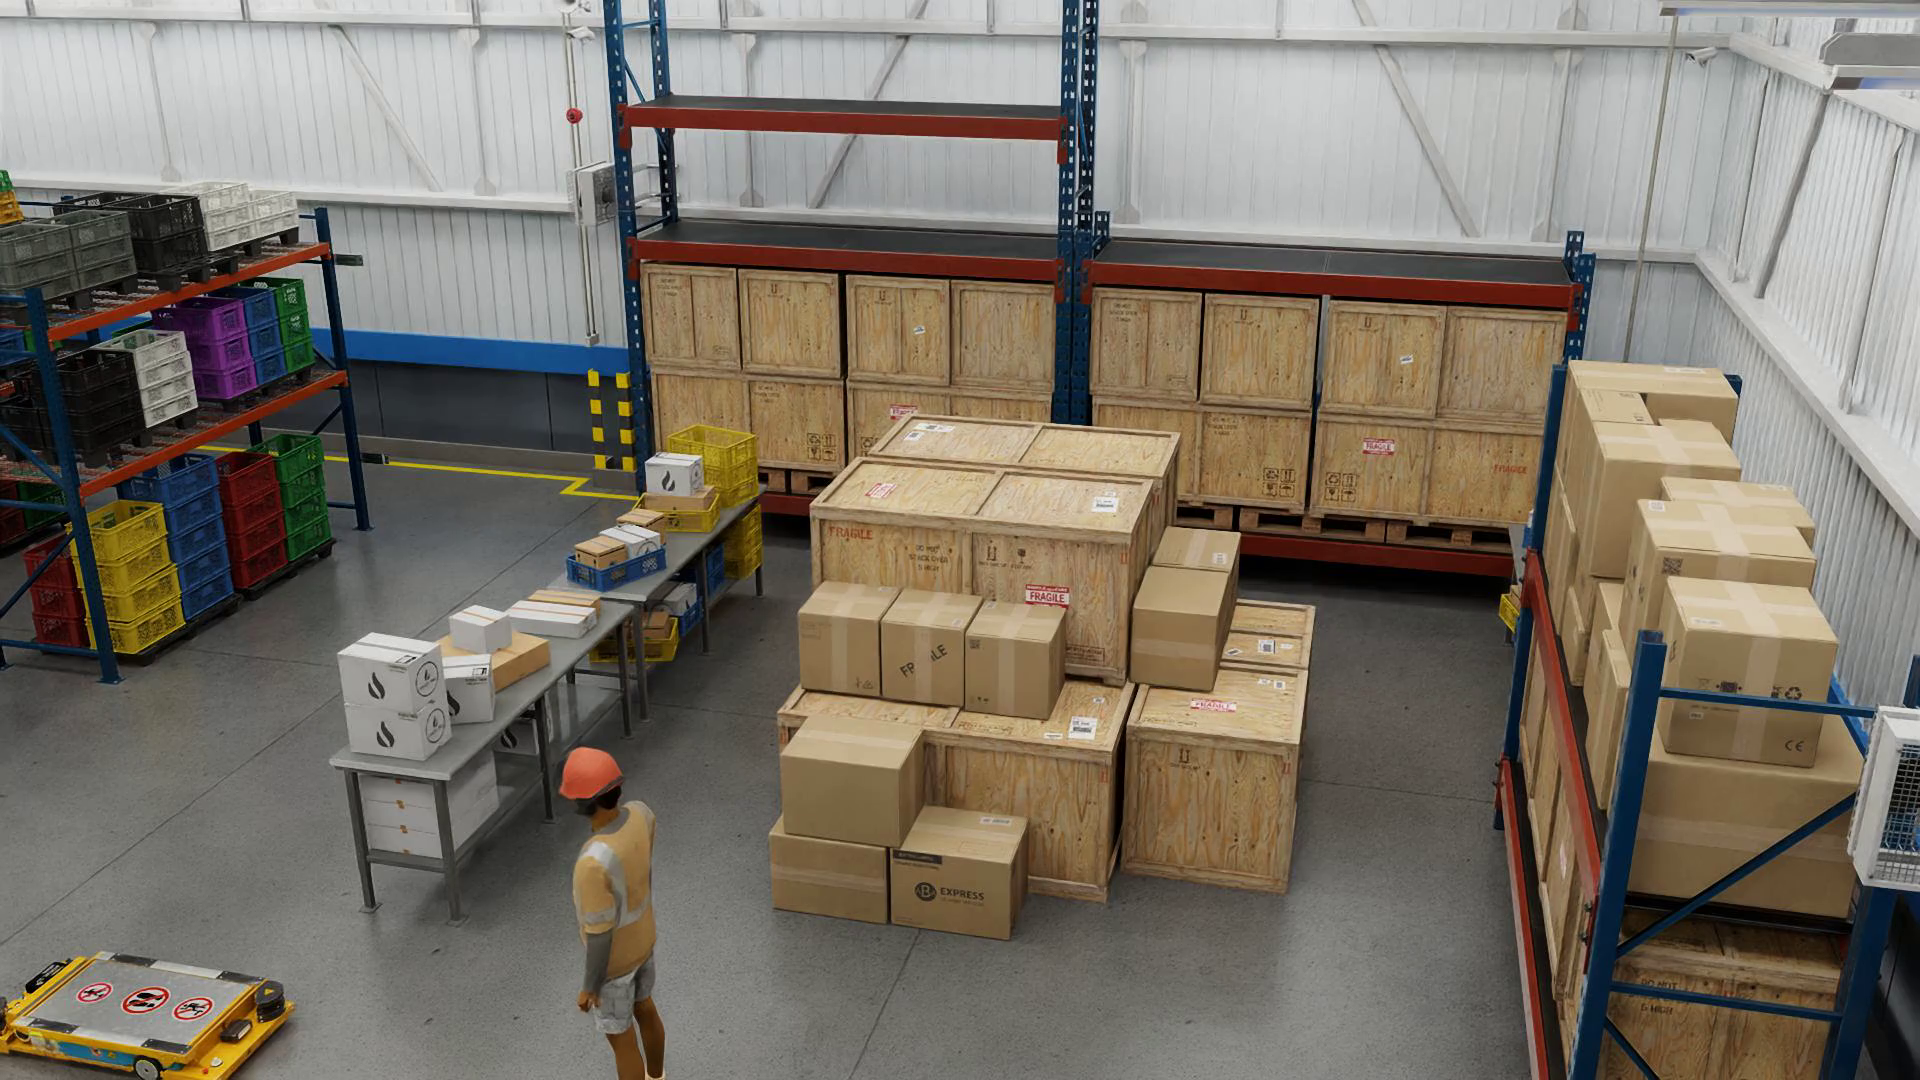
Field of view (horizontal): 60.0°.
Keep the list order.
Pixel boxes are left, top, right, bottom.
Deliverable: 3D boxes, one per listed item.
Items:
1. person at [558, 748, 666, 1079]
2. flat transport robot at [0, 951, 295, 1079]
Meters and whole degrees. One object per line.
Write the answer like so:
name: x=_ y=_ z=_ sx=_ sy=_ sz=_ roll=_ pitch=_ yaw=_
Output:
person: x=-1.603 y=1.877 z=7.669 sx=0.388 sy=2.034 sz=0.605 roll=5 pitch=21 yaw=13
flat transport robot: x=-4.270 y=2.464 z=8.601 sx=1.431 sy=0.231 sz=0.659 roll=5 pitch=22 yaw=13
